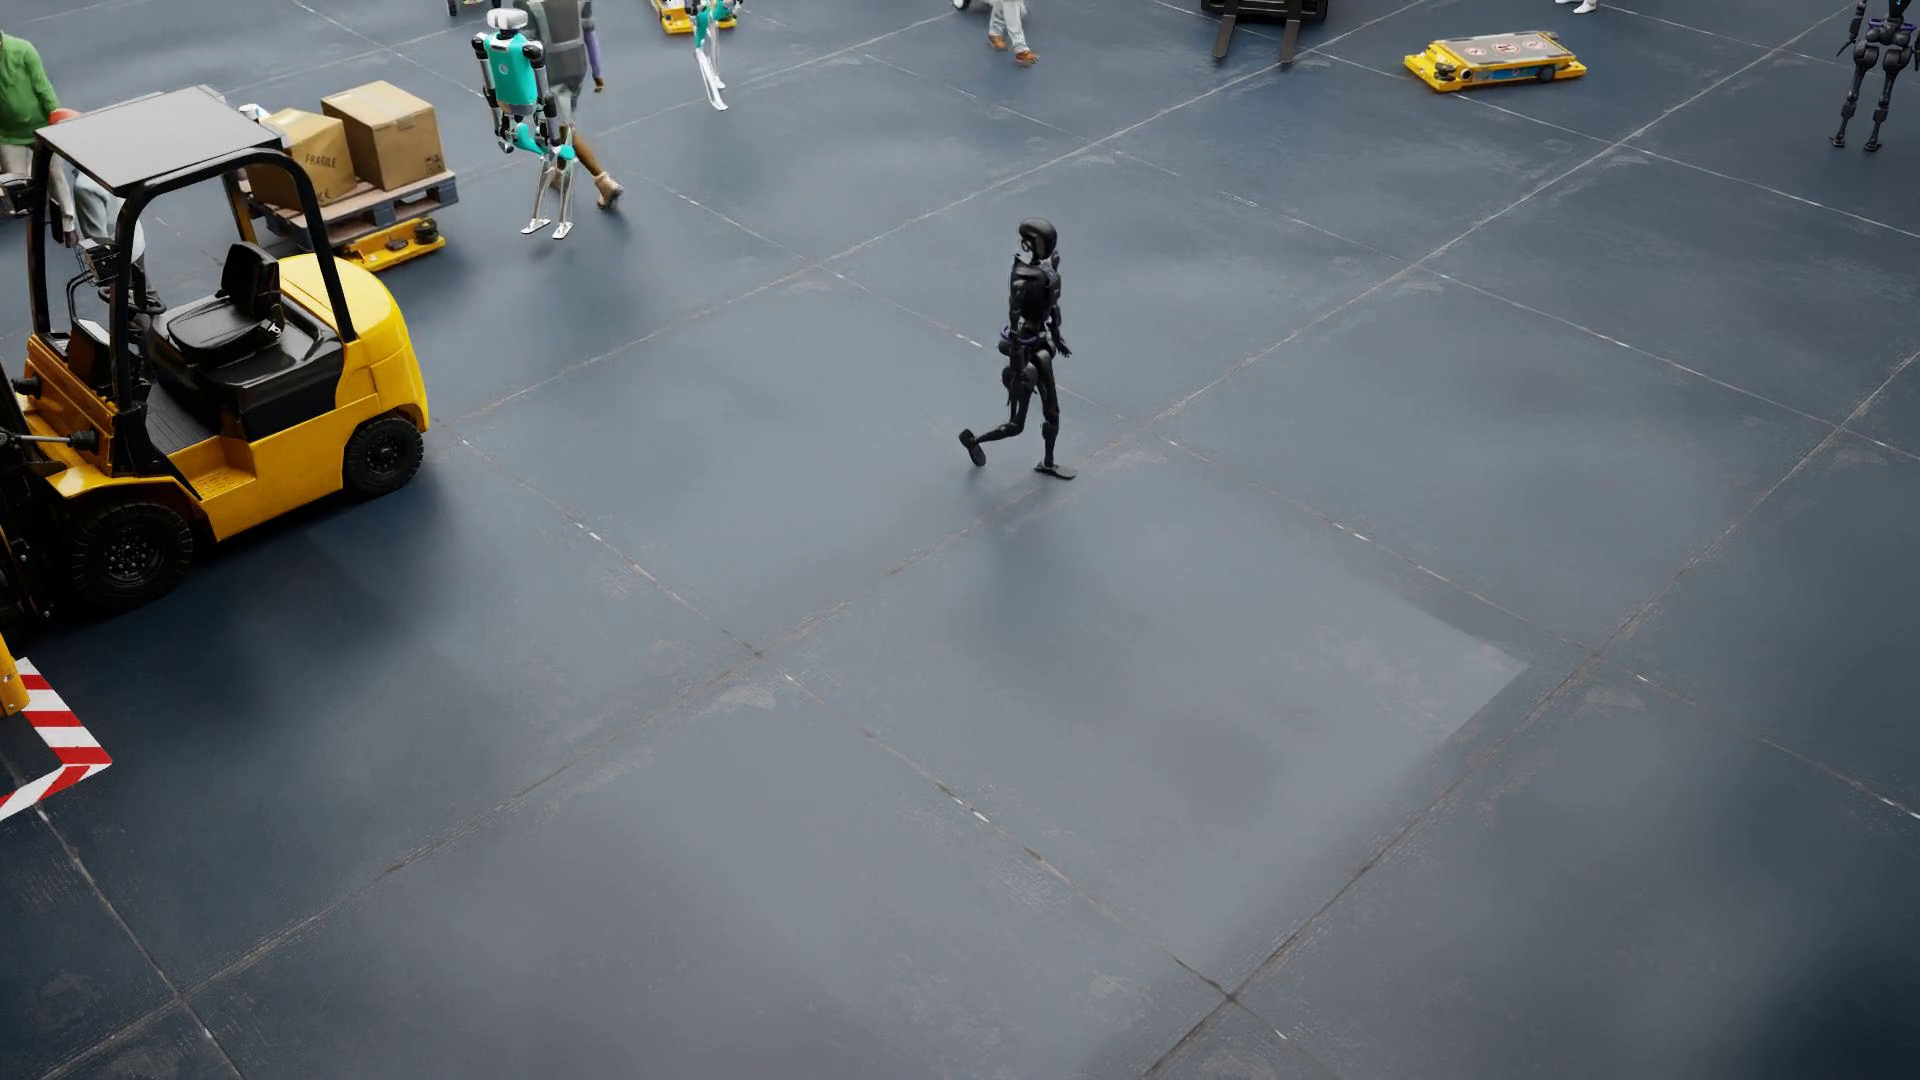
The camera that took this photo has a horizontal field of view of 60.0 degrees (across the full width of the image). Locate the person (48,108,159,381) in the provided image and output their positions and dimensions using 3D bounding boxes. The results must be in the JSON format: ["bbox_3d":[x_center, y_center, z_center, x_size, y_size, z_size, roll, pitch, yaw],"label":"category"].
[{"bbox_3d":[-5.187,-1.800,10.179,0.351,1.738,0.572,-4,37,-6],"label":"person"}]

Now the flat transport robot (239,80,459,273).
[{"bbox_3d":[-4.426,-2.334,12.122,1.431,0.231,0.659,30,46,34],"label":"flat transport robot"}]

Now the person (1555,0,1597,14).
[{"bbox_3d":[5.979,-5.797,15.610,0.305,1.638,0.524,-9,38,-12],"label":"person"}]

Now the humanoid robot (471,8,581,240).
[{"bbox_3d":[-2.922,-2.947,11.604,0.533,1.677,0.735,13,39,17],"label":"humanoid robot"}]

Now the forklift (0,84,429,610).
[{"bbox_3d":[-4.145,-1.093,8.856,2.313,2.155,1.214,-31,47,-34],"label":"forklift"}]

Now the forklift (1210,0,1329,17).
[{"bbox_3d":[3.106,-6.400,15.960,1.214,2.155,2.313,8,37,10],"label":"forklift"}]

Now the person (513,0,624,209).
[{"bbox_3d":[-2.859,-3.391,12.113,0.947,1.989,0.623,30,46,34],"label":"person"}]

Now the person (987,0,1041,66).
[{"bbox_3d":[0.532,-5.123,14.519,0.690,1.872,0.963,-25,43,-29],"label":"person"}]

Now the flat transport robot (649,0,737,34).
[{"bbox_3d":[-2.623,-5.199,15.957,0.659,0.231,1.431,-12,38,-15],"label":"flat transport robot"}]

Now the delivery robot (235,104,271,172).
[{"bbox_3d":[-5.434,-3.081,12.896,0.499,0.612,0.794,-25,43,-29],"label":"delivery robot"}]

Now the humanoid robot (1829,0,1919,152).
[{"bbox_3d":[7.237,-3.896,13.023,0.599,1.657,0.315,17,40,22],"label":"humanoid robot"}]

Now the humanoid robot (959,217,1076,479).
[{"bbox_3d":[0.346,-1.072,9.276,0.651,1.638,0.608,17,40,21],"label":"humanoid robot"}]

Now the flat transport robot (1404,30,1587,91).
[{"bbox_3d":[4.719,-4.219,14.644,1.431,0.231,0.659,-9,38,-12],"label":"flat transport robot"}]

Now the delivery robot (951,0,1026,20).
[{"bbox_3d":[0.285,-5.267,15.824,0.499,0.614,0.791,-22,42,-27],"label":"delivery robot"}]

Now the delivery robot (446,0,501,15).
[{"bbox_3d":[-4.736,-5.423,15.992,0.499,0.564,0.739,-12,38,-16],"label":"delivery robot"}]

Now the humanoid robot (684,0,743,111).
[{"bbox_3d":[-2.136,-4.549,13.883,0.532,1.785,0.867,-17,40,-22],"label":"humanoid robot"}]

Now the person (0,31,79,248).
[{"bbox_3d":[-6.516,-2.853,11.567,0.565,1.763,0.435,-16,40,-20],"label":"person"}]
